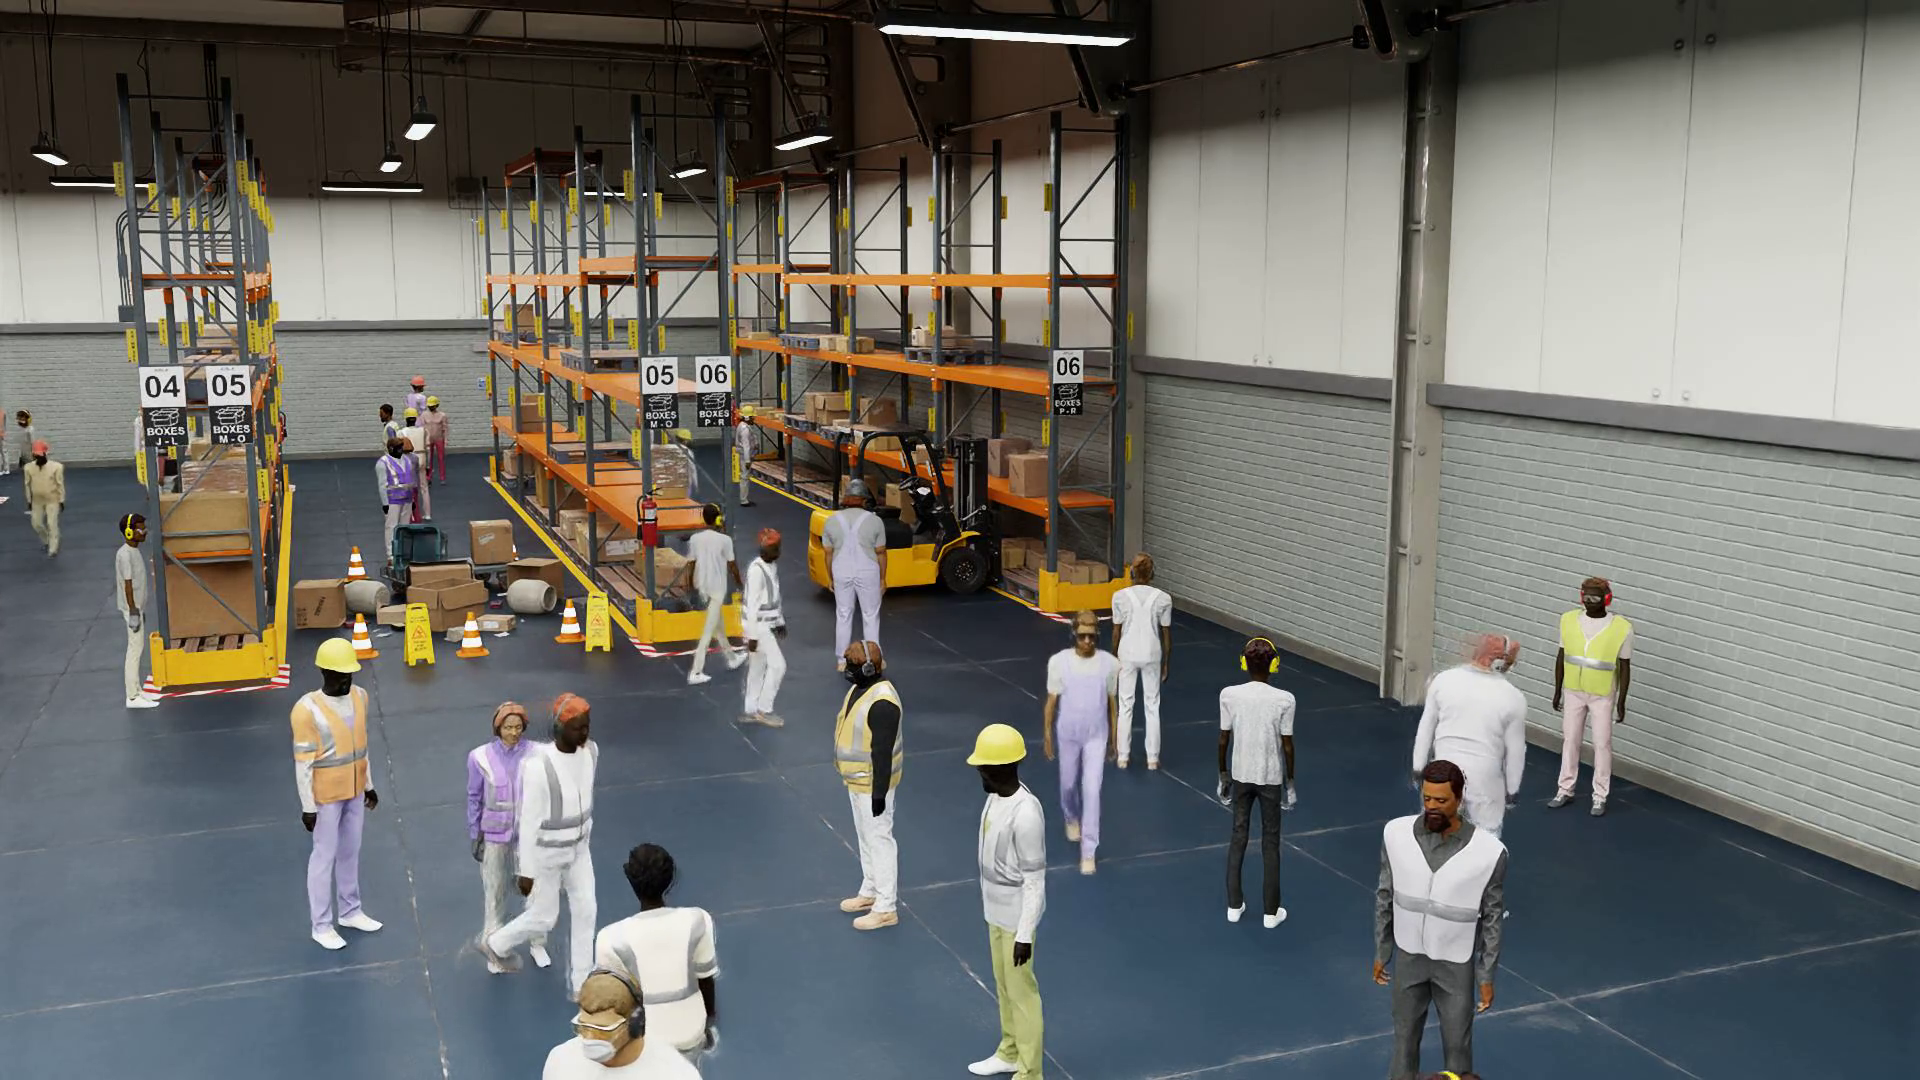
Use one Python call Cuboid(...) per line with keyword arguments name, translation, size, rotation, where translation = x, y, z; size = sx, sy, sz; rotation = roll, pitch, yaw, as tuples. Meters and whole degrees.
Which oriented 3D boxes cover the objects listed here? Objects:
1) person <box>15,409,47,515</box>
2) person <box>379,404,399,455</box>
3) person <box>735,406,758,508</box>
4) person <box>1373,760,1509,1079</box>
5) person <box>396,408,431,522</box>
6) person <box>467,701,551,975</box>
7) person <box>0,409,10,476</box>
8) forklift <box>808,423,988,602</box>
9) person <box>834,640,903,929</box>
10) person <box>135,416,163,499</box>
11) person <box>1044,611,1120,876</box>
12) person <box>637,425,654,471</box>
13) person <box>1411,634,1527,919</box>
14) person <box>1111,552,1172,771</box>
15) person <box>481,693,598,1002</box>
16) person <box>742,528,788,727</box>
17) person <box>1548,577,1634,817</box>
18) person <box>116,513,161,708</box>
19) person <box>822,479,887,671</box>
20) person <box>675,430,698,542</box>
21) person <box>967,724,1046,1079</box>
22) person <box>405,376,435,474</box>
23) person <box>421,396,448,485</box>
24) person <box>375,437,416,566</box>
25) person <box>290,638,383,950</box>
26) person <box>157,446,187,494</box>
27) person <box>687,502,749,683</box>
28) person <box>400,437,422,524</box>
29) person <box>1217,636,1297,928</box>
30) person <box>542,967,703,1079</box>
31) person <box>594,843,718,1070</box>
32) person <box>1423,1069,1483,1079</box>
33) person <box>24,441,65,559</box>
Cuboid(name="person", translation=(-16.031, -1.336, 28.683), size=(0.415, 1.852, 0.706), rotation=(-8, 12, -40))
Cuboid(name="person", translation=(-9.902, -1.427, 29.064), size=(0.395, 1.910, 0.584), rotation=(-3, 10, -20))
Cuboid(name="person", translation=(-3.793, -1.476, 29.640), size=(0.405, 1.824, 0.585), rotation=(-2, 9, -12))
Cuboid(name="person", translation=(2.224, 1.949, 7.765), size=(0.591, 1.919, 0.392), rotation=(5, 10, 30))
Cuboid(name="person", translation=(-9.209, -1.268, 28.034), size=(0.590, 1.918, 0.420), rotation=(-8, 12, -42))
Cuboid(name="person", translation=(-2.658, 1.755, 9.889), size=(0.514, 1.634, 0.313), rotation=(-4, 10, -22))
Cuboid(name="person", translation=(-19.879, -2.134, 34.336), size=(0.308, 1.641, 0.515), rotation=(1, 9, 8))
Cuboid(name="forklift", translation=(-0.830, -0.399, 21.676), size=(2.313, 2.155, 1.214), rotation=(-4, 10, -21))
Cuboid(name="person", translation=(-0.588, 1.540, 10.611), size=(0.429, 1.838, 0.623), rotation=(-3, 10, -20))
Cuboid(name="person", translation=(-14.813, -1.649, 30.567), size=(0.606, 1.859, 0.729), rotation=(-4, 10, -24))
Cuboid(name="person", translation=(0.859, 1.367, 11.766), size=(0.520, 1.825, 0.850), rotation=(0, 9, 3))
Cuboid(name="person", translation=(-5.683, -1.453, 30.107), size=(0.386, 1.620, 0.508), rotation=(9, 13, 44))
Cuboid(name="person", translation=(3.238, 1.508, 10.739), size=(0.806, 1.868, 0.397), rotation=(6, 11, 34))
Cuboid(name="person", translation=(1.511, 1.018, 13.900), size=(0.501, 1.839, 0.342), rotation=(1, 9, 3))
Cuboid(name="person", translation=(-2.357, 1.733, 9.403), size=(0.815, 1.847, 0.586), rotation=(5, 10, 29))
Cuboid(name="person", translation=(-1.772, 0.805, 15.164), size=(0.549, 1.859, 0.574), rotation=(0, 9, 1))
Cuboid(name="person", translation=(4.851, 1.187, 12.782), size=(0.563, 1.847, 0.390), rotation=(7, 12, 39))
Cuboid(name="person", translation=(-7.906, 0.672, 15.959), size=(0.311, 1.869, 0.530), rotation=(-3, 10, -21))
Cuboid(name="person", translation=(-1.067, 0.362, 17.371), size=(0.676, 2.000, 0.536), rotation=(2, 9, 11))
Cuboid(name="person", translation=(-4.294, -0.851, 26.058), size=(0.689, 1.709, 0.582), rotation=(6, 11, 33))
Cuboid(name="person", translation=(0.232, 1.855, 8.333), size=(0.382, 1.923, 0.593), rotation=(-2, 9, -15))
Cuboid(name="person", translation=(-11.265, -2.387, 34.662), size=(0.605, 2.045, 0.383), rotation=(6, 11, 35))
Cuboid(name="person", translation=(-10.395, -1.963, 32.889), size=(0.523, 1.761, 0.328), rotation=(-1, 9, -8))
Cuboid(name="person", translation=(-8.016, -0.552, 23.747), size=(0.429, 1.844, 0.627), rotation=(4, 10, 24))
Cuboid(name="person", translation=(-3.831, 1.544, 10.291), size=(0.385, 1.922, 0.594), rotation=(4, 10, 22))
Cuboid(name="person", translation=(-12.572, -1.084, 26.514), size=(0.431, 2.034, 0.613), rotation=(2, 9, 15))
Cuboid(name="person", translation=(-2.502, 0.520, 17.090), size=(0.502, 1.816, 0.996), rotation=(6, 11, 33))
Cuboid(name="person", translation=(-8.587, -0.783, 25.853), size=(0.268, 1.632, 0.509), rotation=(3, 10, 20))
Cuboid(name="person", translation=(1.892, 1.533, 10.581), size=(0.511, 1.861, 0.329), rotation=(4, 10, 26))
Cuboid(name="person", translation=(-1.095, 2.308, 5.474), size=(0.627, 1.933, 0.367), rotation=(4, 10, 24))
Cuboid(name="person", translation=(-1.335, 2.139, 7.262), size=(0.548, 1.680, 0.422), rotation=(-4, 10, -24))
Cuboid(name="person", translation=(1.390, 2.441, 4.890), size=(0.366, 1.850, 0.526), rotation=(-1, 9, -5))
Cuboid(name="person", translation=(-13.365, -0.592, 24.304), size=(0.565, 1.739, 0.412), rotation=(-1, 9, -8))
